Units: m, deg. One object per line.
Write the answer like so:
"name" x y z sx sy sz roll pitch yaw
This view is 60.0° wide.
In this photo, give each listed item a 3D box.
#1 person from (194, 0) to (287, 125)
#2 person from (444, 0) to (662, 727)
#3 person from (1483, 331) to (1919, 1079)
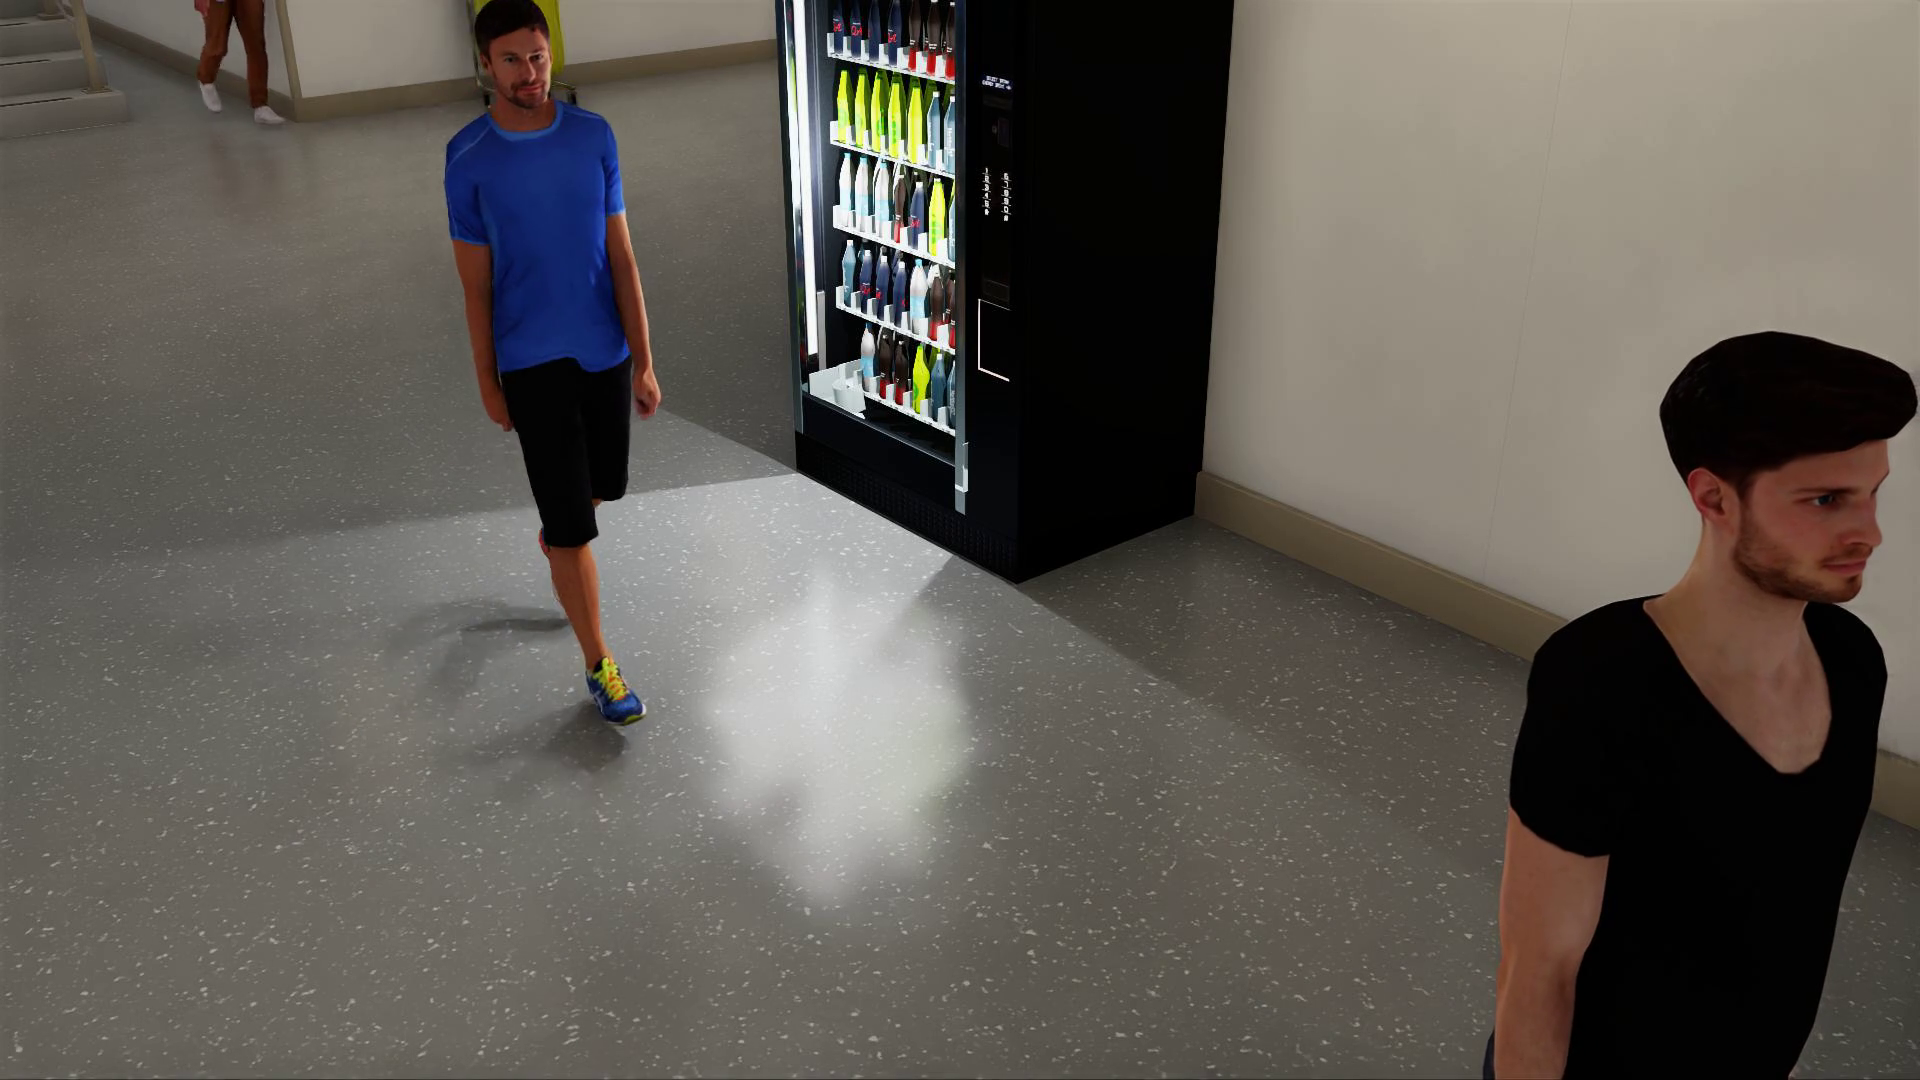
"person" -4.989 -3.720 11.228 1.217 1.778 0.875 21 33 37
"person" -1.085 -0.497 4.476 0.690 1.836 1.232 -16 30 -30
"person" 0.810 0.652 2.025 0.708 1.897 0.640 -14 29 -26
